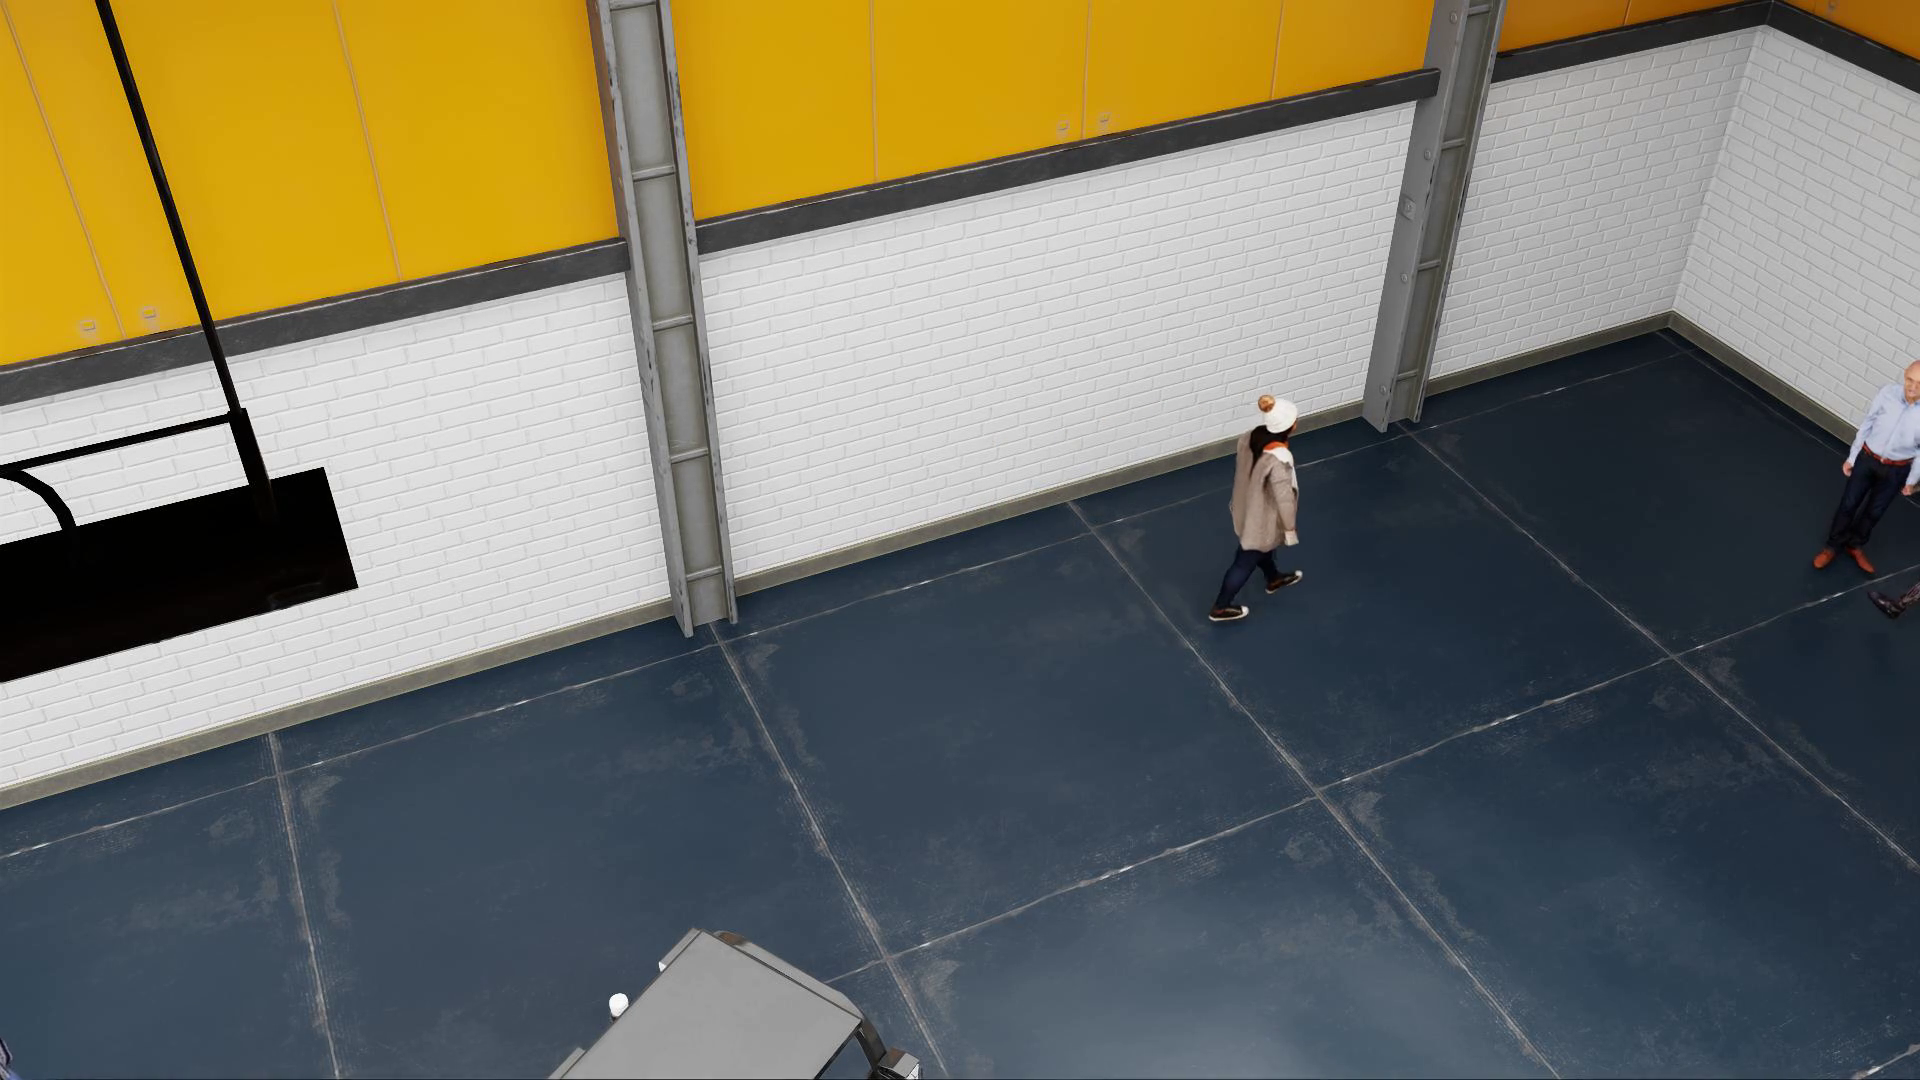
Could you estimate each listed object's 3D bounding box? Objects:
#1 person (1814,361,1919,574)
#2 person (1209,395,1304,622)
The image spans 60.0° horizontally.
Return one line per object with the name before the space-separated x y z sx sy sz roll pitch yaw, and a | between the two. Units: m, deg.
person | 6.604 -0.529 11.893 0.763 1.786 0.787 19 43 23
person | 1.959 -0.185 11.405 1.065 1.858 0.782 -11 40 -14
